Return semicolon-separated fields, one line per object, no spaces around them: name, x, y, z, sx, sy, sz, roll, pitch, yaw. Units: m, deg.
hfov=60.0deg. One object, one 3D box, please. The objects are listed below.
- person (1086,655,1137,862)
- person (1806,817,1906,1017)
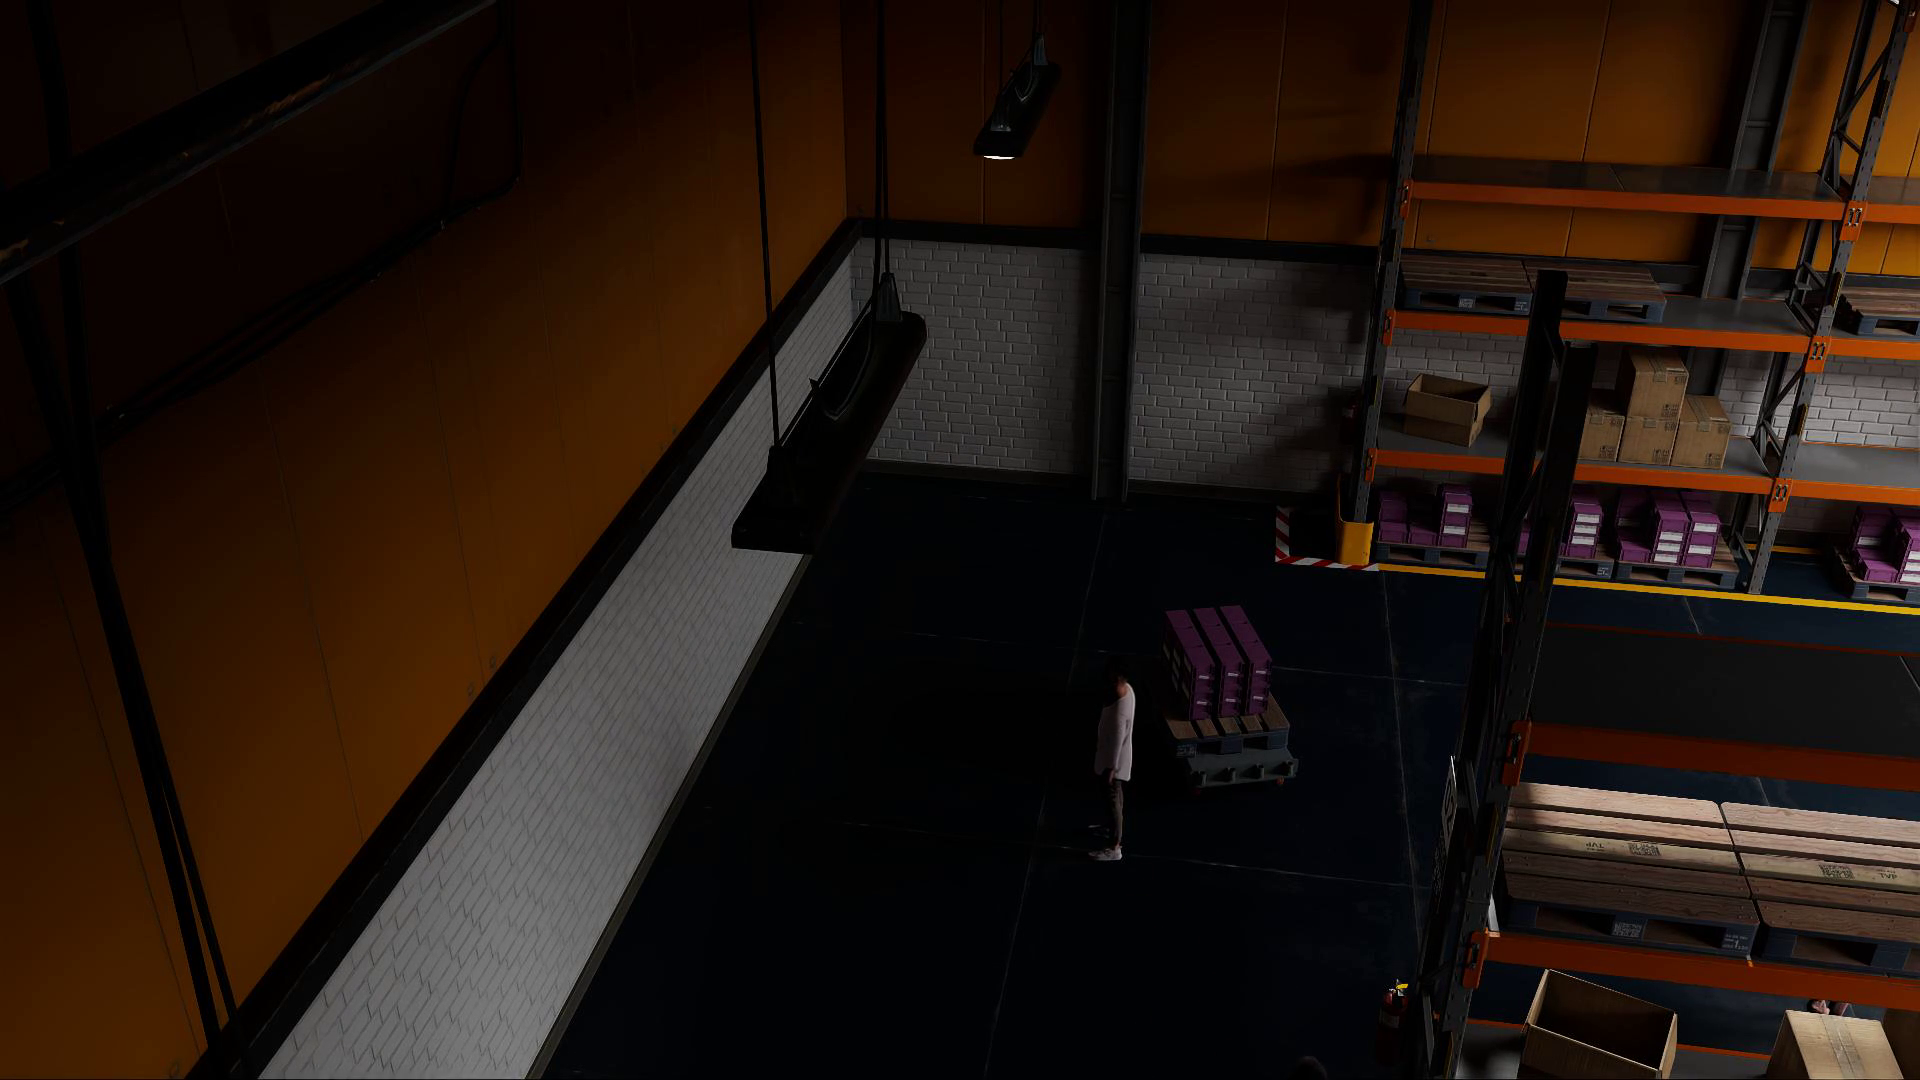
person;1.203;1.677;13.010;0.566;1.841;0.672;3;29;6
person;6.105;2.626;11.310;0.582;1.803;0.649;-1;29;-1
